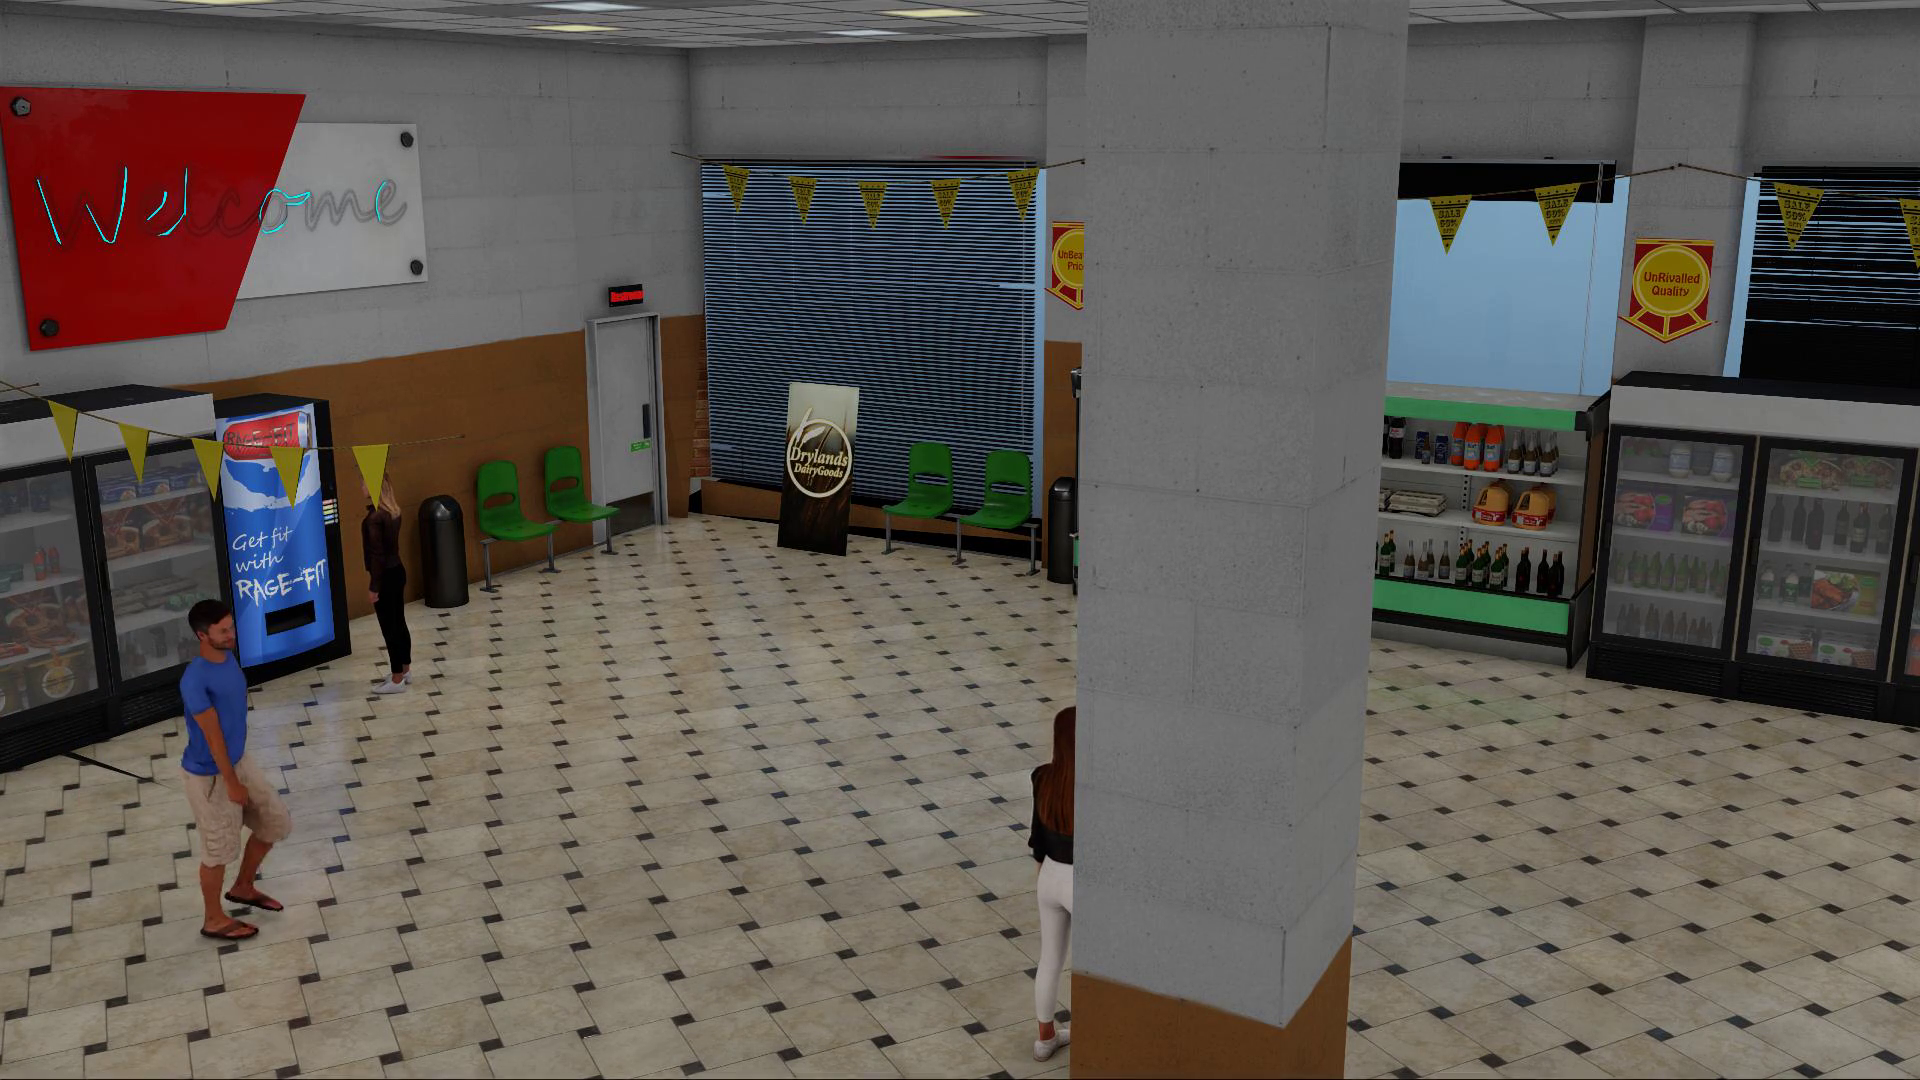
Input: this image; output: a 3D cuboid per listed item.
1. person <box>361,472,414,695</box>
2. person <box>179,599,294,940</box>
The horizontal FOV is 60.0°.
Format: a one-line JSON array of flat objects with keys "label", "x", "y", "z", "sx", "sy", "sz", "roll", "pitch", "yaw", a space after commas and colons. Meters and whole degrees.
[{"label": "person", "x": -4.310, "y": 0.303, "z": 12.534, "sx": 0.669, "sy": 1.704, "sz": 0.675, "roll": 0, "pitch": 14, "yaw": 1}, {"label": "person", "x": -3.909, "y": 1.194, "z": 8.571, "sx": 0.848, "sy": 1.840, "sz": 0.814, "roll": 0, "pitch": 14, "yaw": 0}]
